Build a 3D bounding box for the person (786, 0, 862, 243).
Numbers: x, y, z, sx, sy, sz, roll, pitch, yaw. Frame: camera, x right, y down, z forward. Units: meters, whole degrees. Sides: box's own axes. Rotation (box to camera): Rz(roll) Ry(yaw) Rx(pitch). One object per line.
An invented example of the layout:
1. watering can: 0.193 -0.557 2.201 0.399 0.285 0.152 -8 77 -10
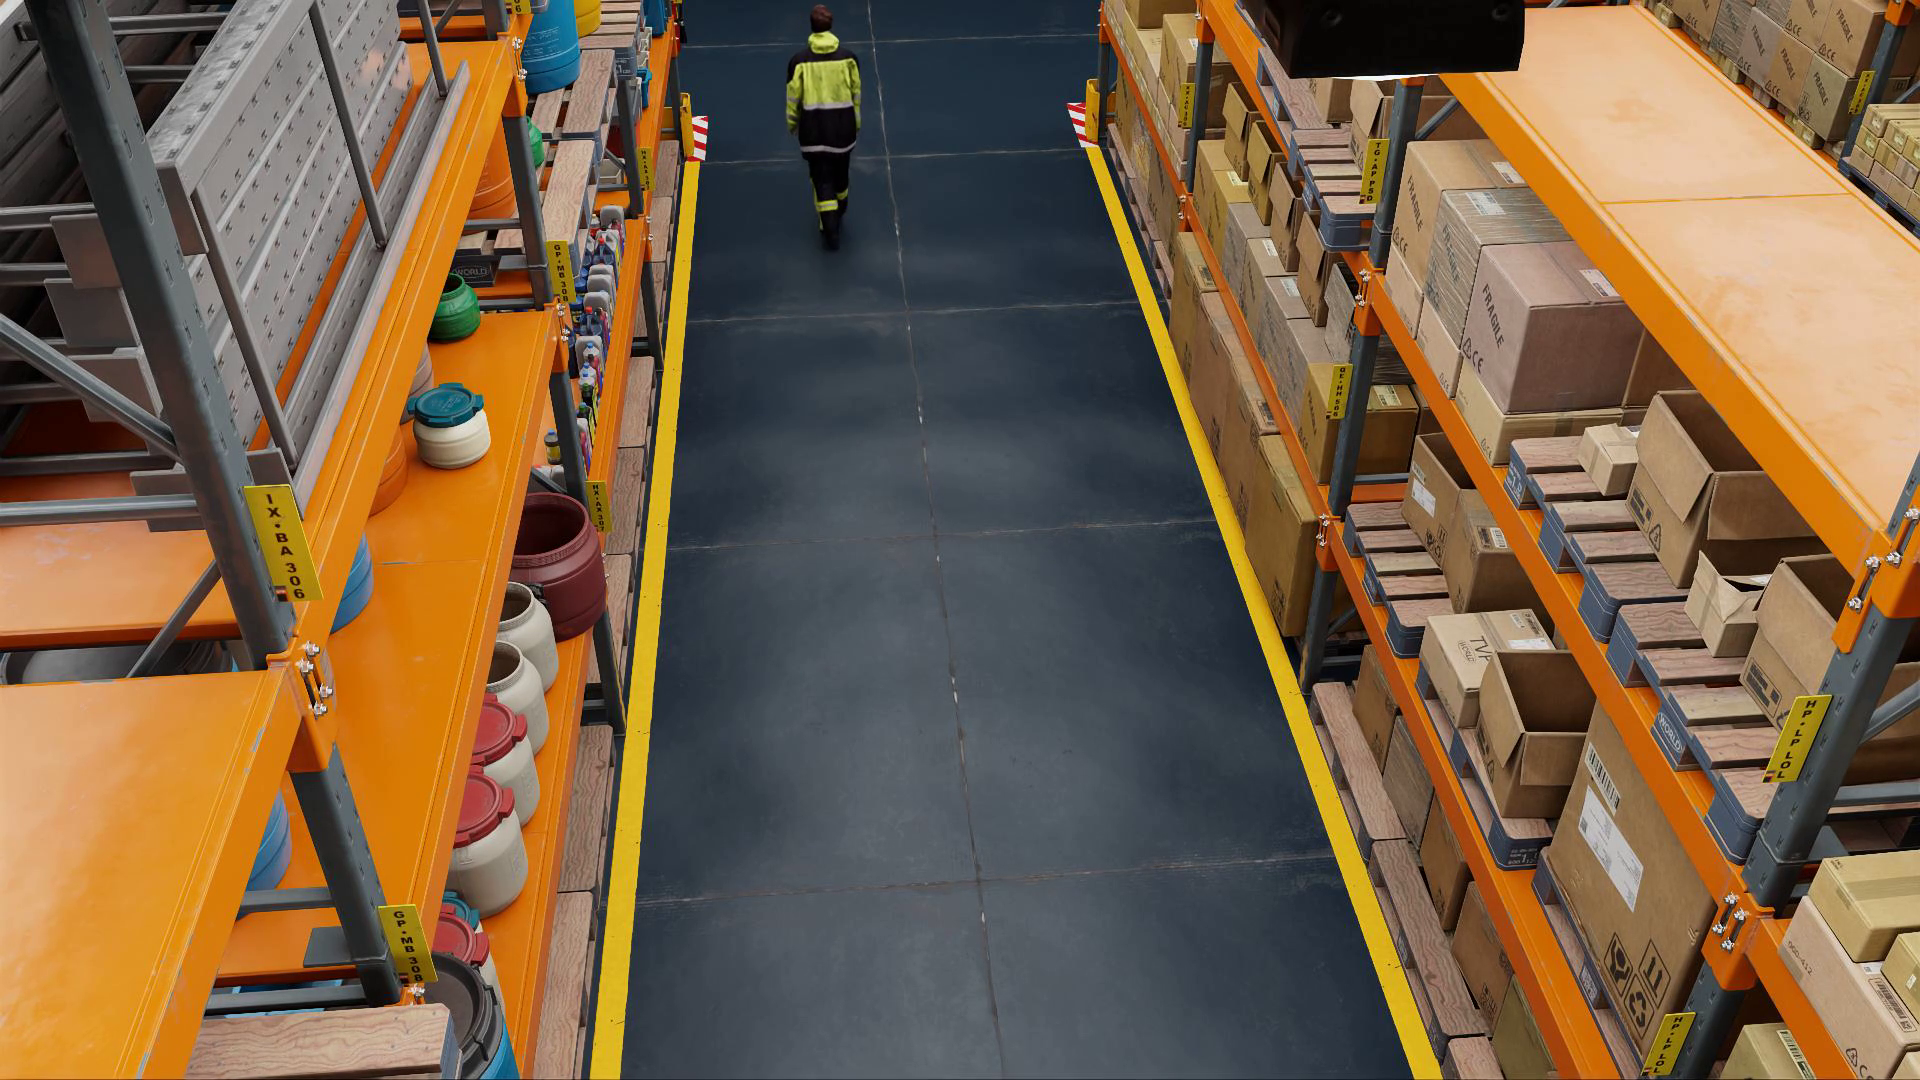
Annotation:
1. person: -1.123 -3.445 13.934 0.916 1.951 1.160 -9 38 -12
